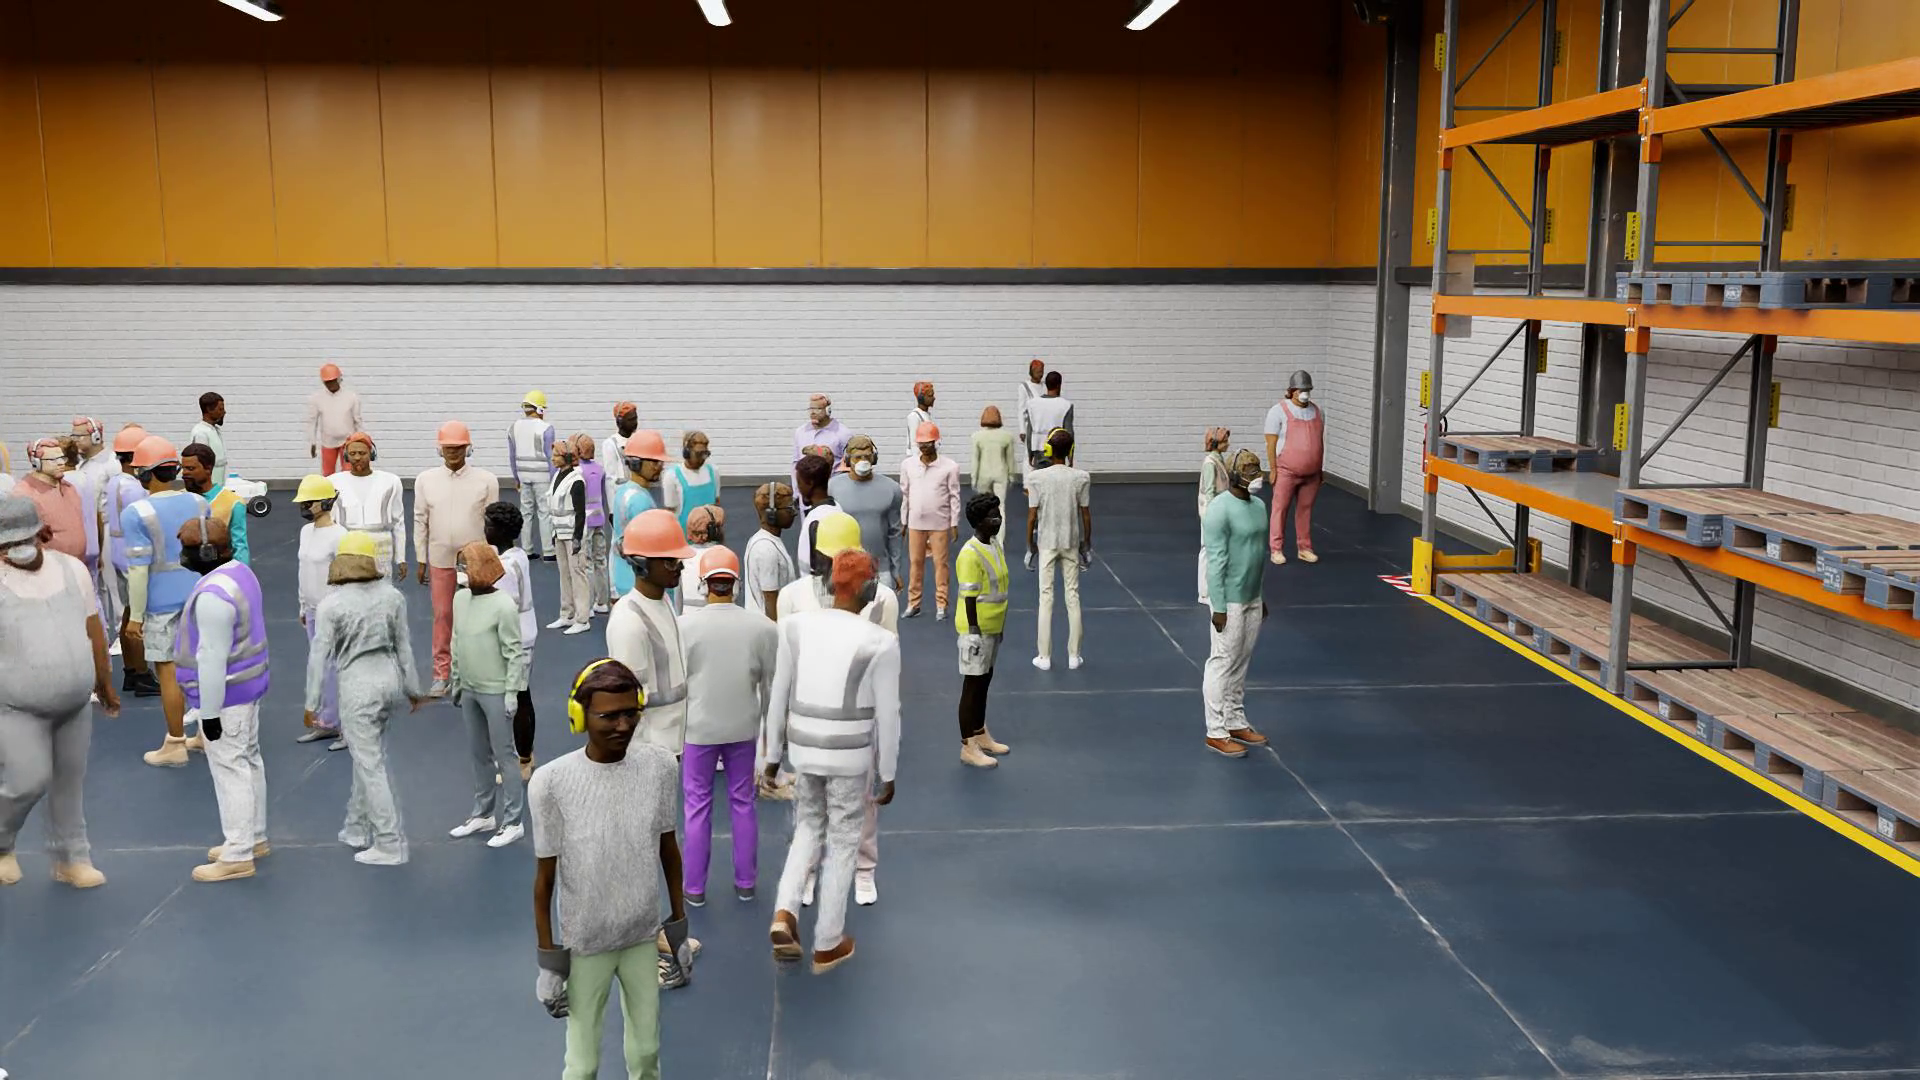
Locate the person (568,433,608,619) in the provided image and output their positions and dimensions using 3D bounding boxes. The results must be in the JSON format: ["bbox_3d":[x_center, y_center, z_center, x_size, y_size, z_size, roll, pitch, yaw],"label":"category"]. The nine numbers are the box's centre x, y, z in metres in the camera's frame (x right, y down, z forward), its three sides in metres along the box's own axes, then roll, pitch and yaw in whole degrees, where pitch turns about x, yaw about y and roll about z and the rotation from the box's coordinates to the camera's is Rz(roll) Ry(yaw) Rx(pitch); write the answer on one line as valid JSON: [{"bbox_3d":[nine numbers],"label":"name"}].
[{"bbox_3d":[-3.300,-0.122,14.674,0.310,1.642,0.514,4,10,22],"label":"person"}]

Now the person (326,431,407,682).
[{"bbox_3d":[-4.385,0.141,12.262,0.584,1.882,0.346,-3,10,-20],"label":"person"}]

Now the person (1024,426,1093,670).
[{"bbox_3d":[0.755,0.064,12.773,0.533,1.876,0.320,-1,9,-4],"label":"person"}]

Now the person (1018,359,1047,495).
[{"bbox_3d":[1.035,-1.542,22.859,0.588,1.876,0.353,-8,12,-40],"label":"person"}]

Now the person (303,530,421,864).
[{"bbox_3d":[-3.126,0.806,8.633,0.683,1.692,0.568,6,11,34],"label":"person"}]

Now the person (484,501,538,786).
[{"bbox_3d":[-2.684,0.610,9.908,0.319,1.696,0.532,-1,9,-8],"label":"person"}]

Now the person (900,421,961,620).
[{"bbox_3d":[-0.276,-0.167,14.600,0.564,1.753,0.336,3,9,16],"label":"person"}]

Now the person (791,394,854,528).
[{"bbox_3d":[-1.325,-0.443,15.858,0.655,1.906,0.407,4,10,22],"label":"person"}]

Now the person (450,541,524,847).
[{"bbox_3d":[-2.528,0.810,8.848,0.509,1.632,0.266,7,11,36],"label":"person"}]

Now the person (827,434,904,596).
[{"bbox_3d":[-0.687,0.232,11.524,0.636,1.939,0.364,-3,10,-21],"label":"person"}]

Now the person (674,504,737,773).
[{"bbox_3d":[-1.544,0.598,10.157,0.513,1.641,0.309,7,12,38],"label":"person"}]

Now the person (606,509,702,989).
[{"bbox_3d":[-1.295,0.878,7.139,0.390,2.040,0.614,0,9,2],"label":"person"}]

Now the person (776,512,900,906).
[{"bbox_3d":[-0.582,0.811,7.966,0.594,1.917,0.398,0,9,-2],"label":"person"}]

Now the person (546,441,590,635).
[{"bbox_3d":[-3.314,-0.026,14.078,0.308,1.640,0.511,-7,11,-38],"label":"person"}]

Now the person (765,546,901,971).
[{"bbox_3d":[-0.556,0.960,7.195,0.629,1.861,0.515,4,10,23],"label":"person"}]

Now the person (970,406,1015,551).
[{"bbox_3d":[0.363,-0.682,18.333,0.508,1.600,0.771,-1,9,-7],"label":"person"}]

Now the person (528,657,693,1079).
[{"bbox_3d":[-1.087,1.274,5.232,0.510,1.862,0.327,-6,11,-34],"label":"person"}]

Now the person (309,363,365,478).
[{"bbox_3d":[-7.724,-1.232,20.674,0.653,1.958,0.768,-3,9,-16],"label":"person"}]

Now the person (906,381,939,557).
[{"bbox_3d":[-0.395,-0.769,17.983,0.355,1.883,0.575,2,9,12],"label":"person"}]

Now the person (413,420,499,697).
[{"bbox_3d":[-3.608,0.135,11.956,0.608,1.995,0.377,-2,9,-11],"label":"person"}]

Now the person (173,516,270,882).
[{"bbox_3d":[-3.713,0.786,8.381,0.429,1.837,0.626,-2,9,-10],"label":"person"}]

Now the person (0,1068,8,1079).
[{"bbox_3d":[-3.751,1.145,6.028,0.334,1.863,0.526,3,10,19],"label":"person"}]

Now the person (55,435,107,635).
[{"bbox_3d":[-6.636,0.133,12.472,0.343,1.834,0.523,3,10,19],"label":"person"}]

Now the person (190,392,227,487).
[{"bbox_3d":[-7.226,-0.468,16.020,0.387,1.910,0.593,-2,9,-12],"label":"person"}]

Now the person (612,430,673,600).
[{"bbox_3d":[-2.044,0.302,10.777,0.400,2.037,0.610,-3,10,-19],"label":"person"}]

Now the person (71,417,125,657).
[{"bbox_3d":[-6.877,-0.026,13.241,0.651,1.906,0.403,4,10,23],"label":"person"}]

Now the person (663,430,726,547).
[{"bbox_3d":[-2.121,0.017,13.267,0.563,1.813,0.537,-7,12,-39],"label":"person"}]

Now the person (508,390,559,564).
[{"bbox_3d":[-4.435,-0.657,17.453,0.588,1.827,0.403,4,10,24],"label":"person"}]

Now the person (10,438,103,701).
[{"bbox_3d":[-6.277,0.242,11.564,0.408,1.908,0.644,1,9,5],"label":"person"}]

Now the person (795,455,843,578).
[{"bbox_3d":[-0.845,0.415,10.453,0.396,1.913,0.590,0,9,1],"label":"person"}]

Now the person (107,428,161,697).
[{"bbox_3d":[-5.915,0.158,11.992,0.366,1.936,0.542,-8,12,-40],"label":"person"}]

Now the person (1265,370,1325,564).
[{"bbox_3d":[3.565,-0.766,17.466,0.674,2.000,0.535,-3,10,-18],"label":"person"}]

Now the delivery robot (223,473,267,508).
[{"bbox_3d":[-9.059,-0.598,20.769,0.707,0.478,0.477,-7,11,-36],"label":"delivery robot"}]

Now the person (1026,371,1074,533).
[{"bbox_3d":[1.050,-1.019,19.494,0.594,1.910,0.412,5,10,27],"label":"person"}]

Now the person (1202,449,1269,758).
[{"bbox_3d":[1.763,0.387,10.549,0.372,1.940,0.631,7,11,36],"label":"person"}]

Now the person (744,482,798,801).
[{"bbox_3d":[-1.072,0.581,9.624,0.344,1.846,0.506,-2,9,-12],"label":"person"}]

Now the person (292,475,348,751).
[{"bbox_3d":[-4.062,0.460,10.634,0.531,1.768,0.311,7,11,36],"label":"person"}]

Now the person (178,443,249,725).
[{"bbox_3d":[-5.019,0.302,11.144,0.587,1.920,0.390,3,10,18],"label":"person"}]

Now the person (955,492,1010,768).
[{"bbox_3d":[0.141,0.546,10.305,0.318,1.697,0.536,3,9,17],"label":"person"}]

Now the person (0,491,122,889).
[{"bbox_3d":[-4.467,0.731,8.068,0.559,2.000,0.705,4,10,26],"label":"person"}]

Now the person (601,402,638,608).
[{"bbox_3d":[-3.023,-0.313,15.120,0.342,1.879,0.587,3,10,18],"label":"person"}]

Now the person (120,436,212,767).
[{"bbox_3d":[-4.888,0.380,10.260,0.391,2.045,0.608,4,10,24],"label":"person"}]

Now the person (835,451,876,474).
[{"bbox_3d":[-0.759,0.192,12.351,0.332,1.749,0.573,-1,9,-4],"label":"person"}]

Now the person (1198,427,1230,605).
[{"bbox_3d":[2.339,-0.220,15.295,0.308,1.639,0.524,3,9,16],"label":"person"}]

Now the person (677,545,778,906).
[{"bbox_3d":[-1.156,0.889,8.032,0.577,1.736,0.355,-4,10,-23],"label":"person"}]
